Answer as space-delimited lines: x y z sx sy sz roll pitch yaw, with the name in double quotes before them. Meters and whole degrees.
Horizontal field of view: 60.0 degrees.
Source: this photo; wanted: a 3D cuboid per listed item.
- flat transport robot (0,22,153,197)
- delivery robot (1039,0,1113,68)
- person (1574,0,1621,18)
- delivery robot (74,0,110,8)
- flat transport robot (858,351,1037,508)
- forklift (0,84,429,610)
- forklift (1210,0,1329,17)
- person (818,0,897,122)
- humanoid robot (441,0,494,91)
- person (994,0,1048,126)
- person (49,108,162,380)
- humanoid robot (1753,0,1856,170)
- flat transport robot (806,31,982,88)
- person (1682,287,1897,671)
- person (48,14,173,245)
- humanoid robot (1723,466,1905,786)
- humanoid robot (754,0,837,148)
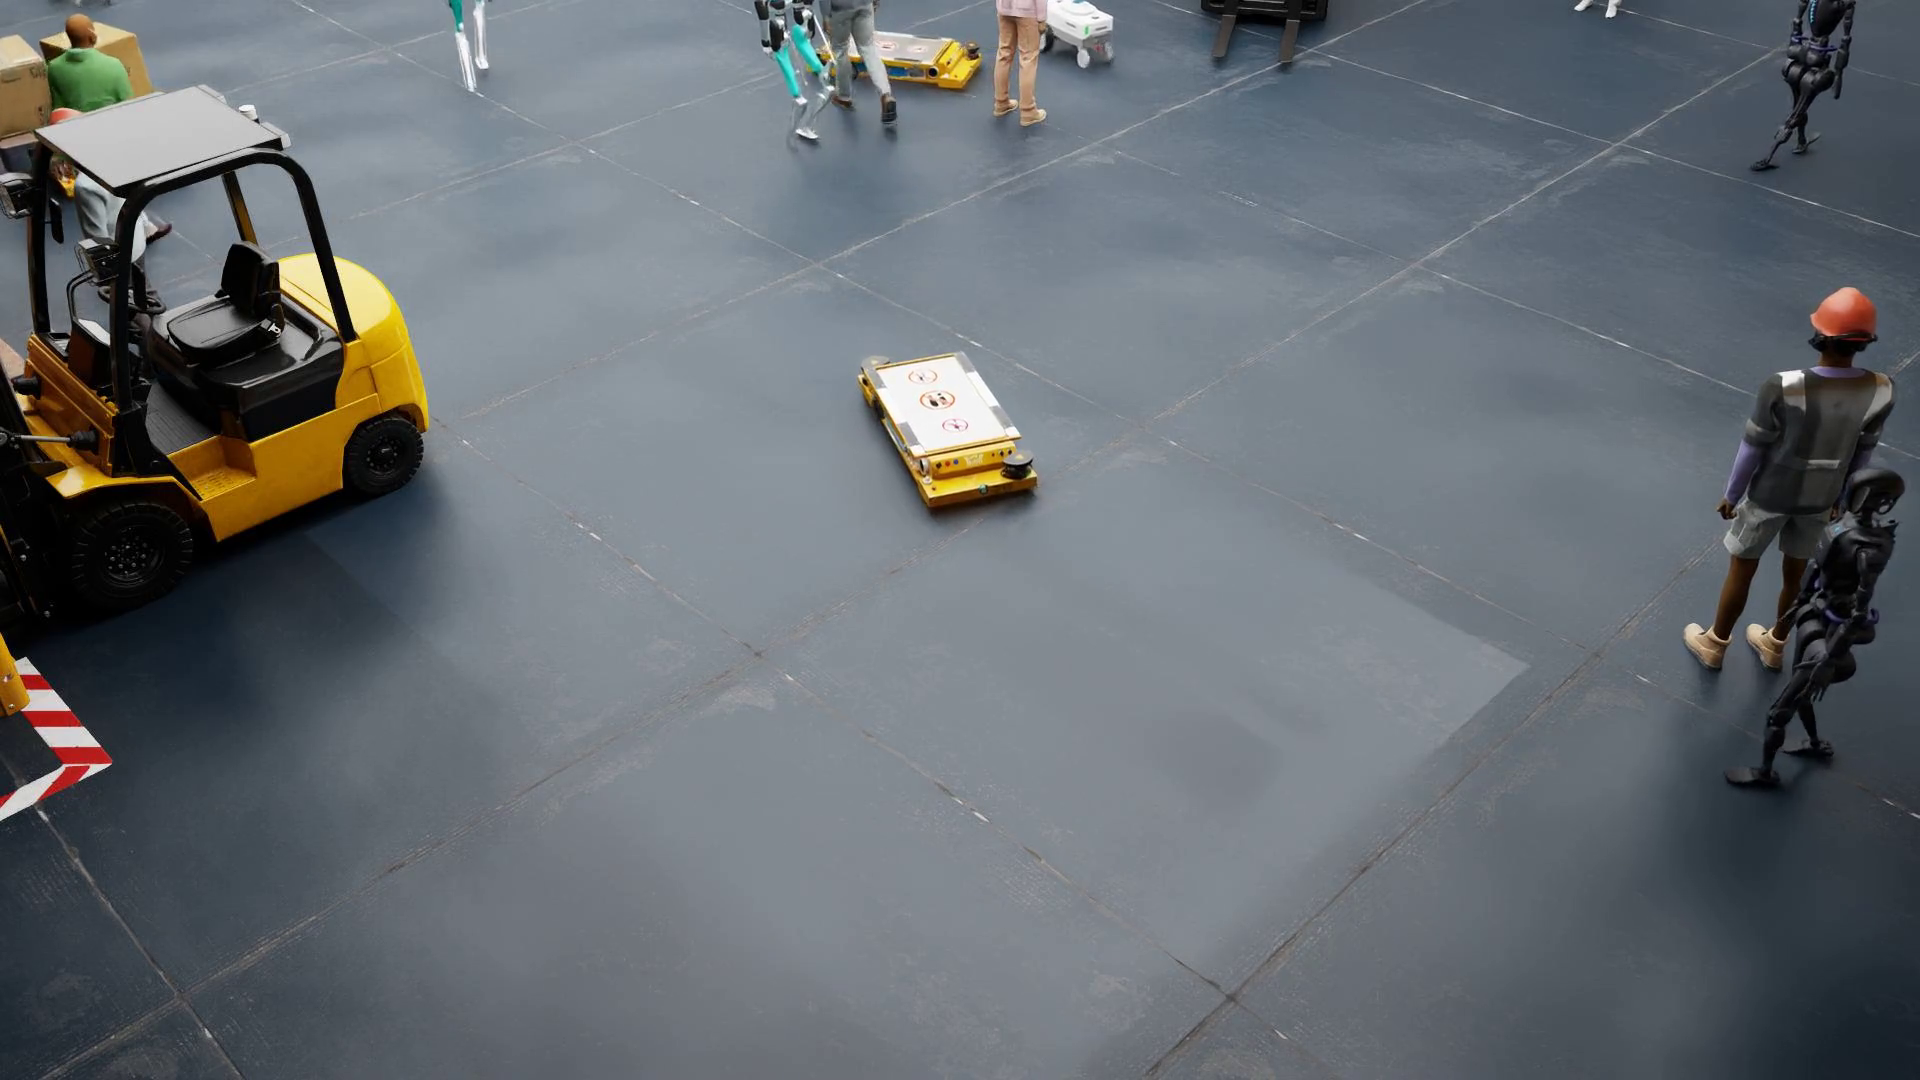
"flat transport robot" -6.957 -3.106 13.155 0.659 0.231 1.431 -26 44 -30
"delivery robot" 1.035 -4.611 14.946 0.499 0.614 0.815 -22 42 -27
"person" 6.127 -5.728 15.526 0.516 1.632 0.313 25 43 29
"delivery robot" -8.595 -5.544 16.188 0.499 0.606 0.809 -25 43 -29
"flat transport robot" -0.099 -0.706 9.942 0.659 0.231 1.431 -12 38 -15
"forklift" -4.145 -1.093 8.856 2.313 2.155 1.214 -31 47 -34
"forklift" 3.106 -6.400 15.960 1.214 2.155 2.313 8 37 10
"person" -0.863 -4.294 13.390 0.667 1.900 0.857 -22 42 -27
"humanoid robot" -4.232 -4.764 14.171 0.544 1.794 0.854 -12 38 -16
"person" 0.478 -4.253 13.434 0.526 1.775 0.408 30 46 34
"person" -5.185 -1.804 10.180 0.352 1.742 0.572 -3 37 -5
"humanoid robot" 6.576 -3.669 12.765 0.775 1.623 0.585 -13 39 -17
"flat transport robot" -0.581 -4.254 14.692 1.431 0.231 0.659 9 38 12
"person" 3.919 -0.253 7.869 0.601 2.035 0.413 0 37 1
"person" -5.864 -2.685 11.387 0.544 1.734 0.911 1 37 2
"humanoid robot" 3.822 0.393 7.309 0.534 1.646 0.598 5 37 7
"humanoid robot" -1.237 -3.887 13.020 0.542 1.859 0.671 -30 46 -34
